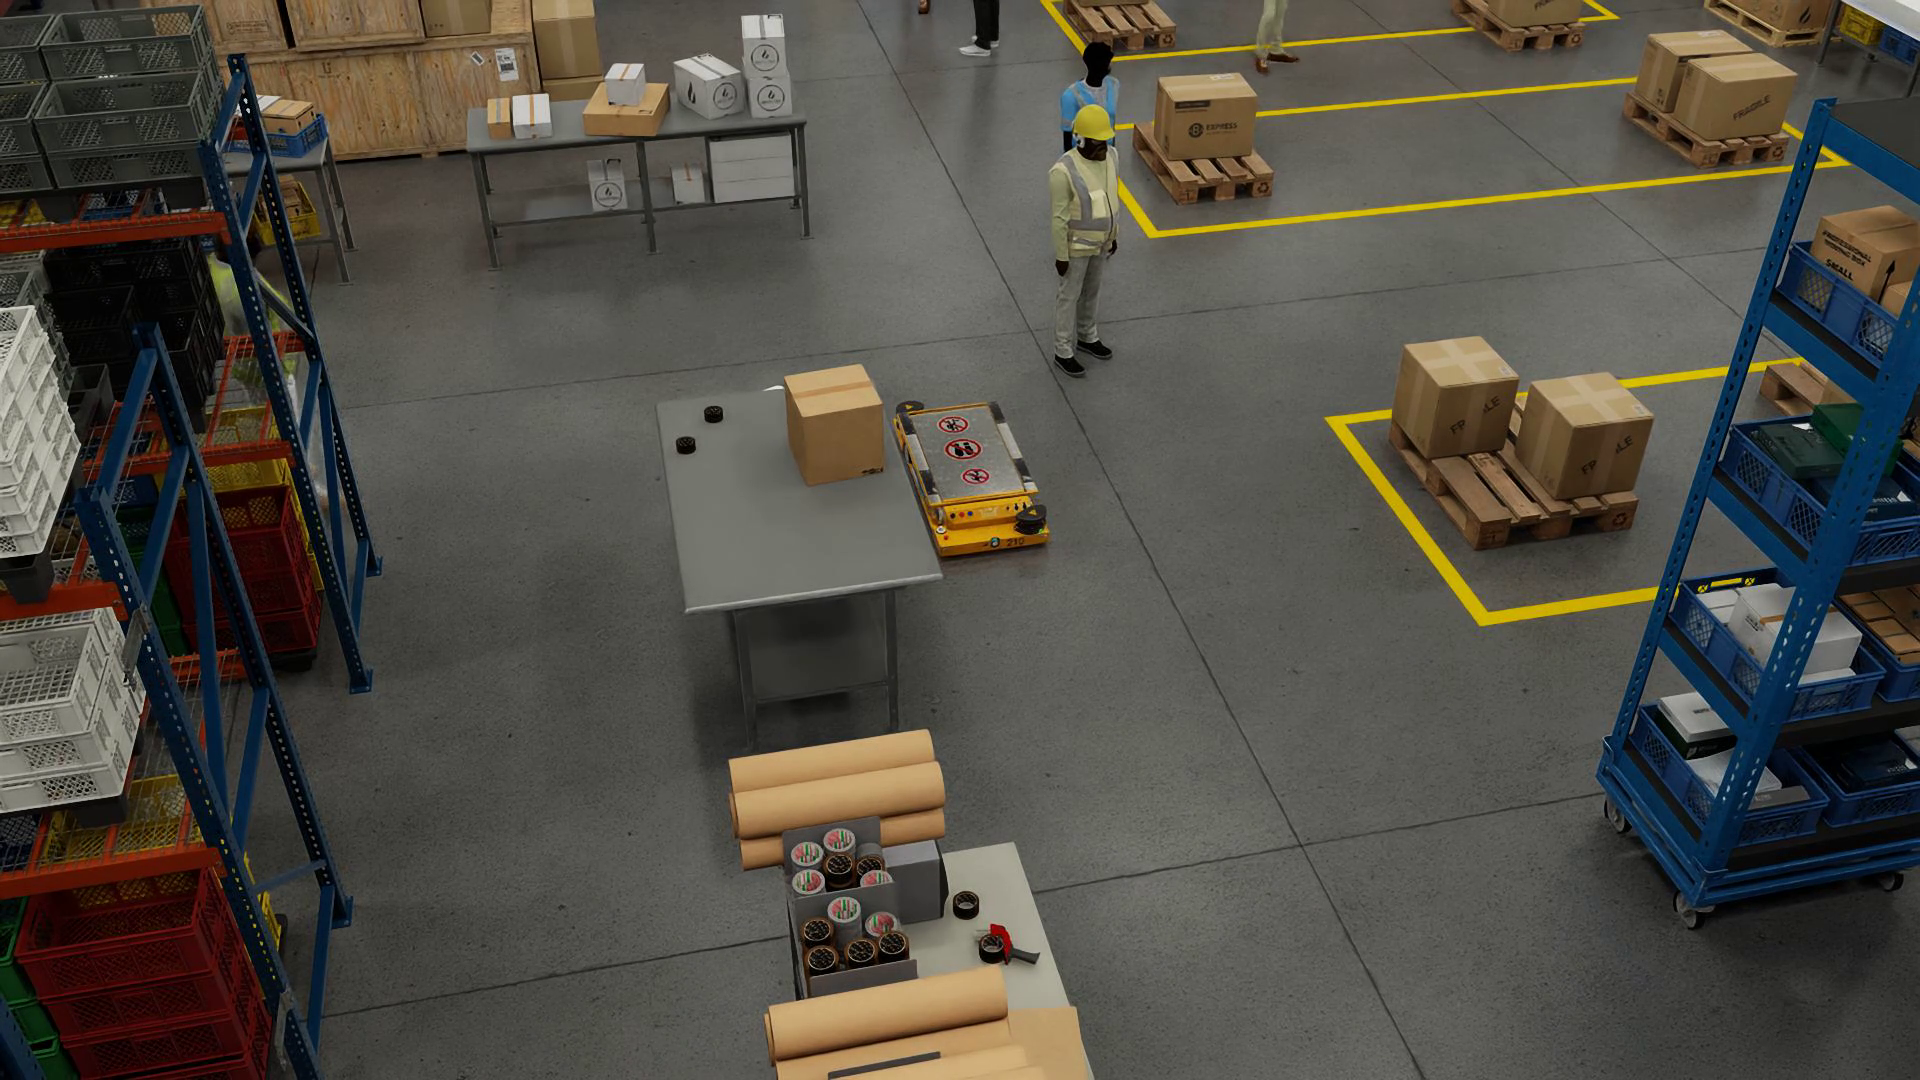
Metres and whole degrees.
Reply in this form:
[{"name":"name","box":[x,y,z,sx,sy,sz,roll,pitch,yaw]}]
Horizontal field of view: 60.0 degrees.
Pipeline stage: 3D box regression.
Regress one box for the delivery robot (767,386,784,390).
[{"name":"delivery robot","box":[-1.019,-0.674,10.124,0.477,0.478,0.707,-25,43,-29]}]

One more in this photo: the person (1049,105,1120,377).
[{"name":"person","box":[0.829,-1.964,10.871,0.403,1.833,0.590,28,45,33]}]

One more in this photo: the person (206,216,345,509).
[{"name":"person","box":[-4.011,-1.026,9.609,0.429,1.840,0.632,-23,42,-27]}]

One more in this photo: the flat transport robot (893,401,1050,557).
[{"name":"flat transport robot","box":[0.046,-0.430,10.108,0.652,0.197,1.431,-8,37,-10]}]

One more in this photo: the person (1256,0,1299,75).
[{"name":"person","box":[2.953,-5.232,15.254,0.640,1.851,0.346,-26,44,-30]}]

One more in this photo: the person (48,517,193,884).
[{"name":"person","box":[-3.600,0.717,7.188,0.627,1.932,0.363,19,41,23]}]

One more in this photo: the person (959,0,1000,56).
[{"name":"person","box":[0.214,-5.523,15.584,0.370,1.916,0.597,14,39,18]}]

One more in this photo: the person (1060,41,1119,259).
[{"name":"person","box":[0.940,-2.807,12.121,0.531,1.691,0.322,-25,43,-30]}]

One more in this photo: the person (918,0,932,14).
[{"name":"person","box":[-0.434,-6.366,16.767,0.686,1.867,0.859,2,37,3]}]
